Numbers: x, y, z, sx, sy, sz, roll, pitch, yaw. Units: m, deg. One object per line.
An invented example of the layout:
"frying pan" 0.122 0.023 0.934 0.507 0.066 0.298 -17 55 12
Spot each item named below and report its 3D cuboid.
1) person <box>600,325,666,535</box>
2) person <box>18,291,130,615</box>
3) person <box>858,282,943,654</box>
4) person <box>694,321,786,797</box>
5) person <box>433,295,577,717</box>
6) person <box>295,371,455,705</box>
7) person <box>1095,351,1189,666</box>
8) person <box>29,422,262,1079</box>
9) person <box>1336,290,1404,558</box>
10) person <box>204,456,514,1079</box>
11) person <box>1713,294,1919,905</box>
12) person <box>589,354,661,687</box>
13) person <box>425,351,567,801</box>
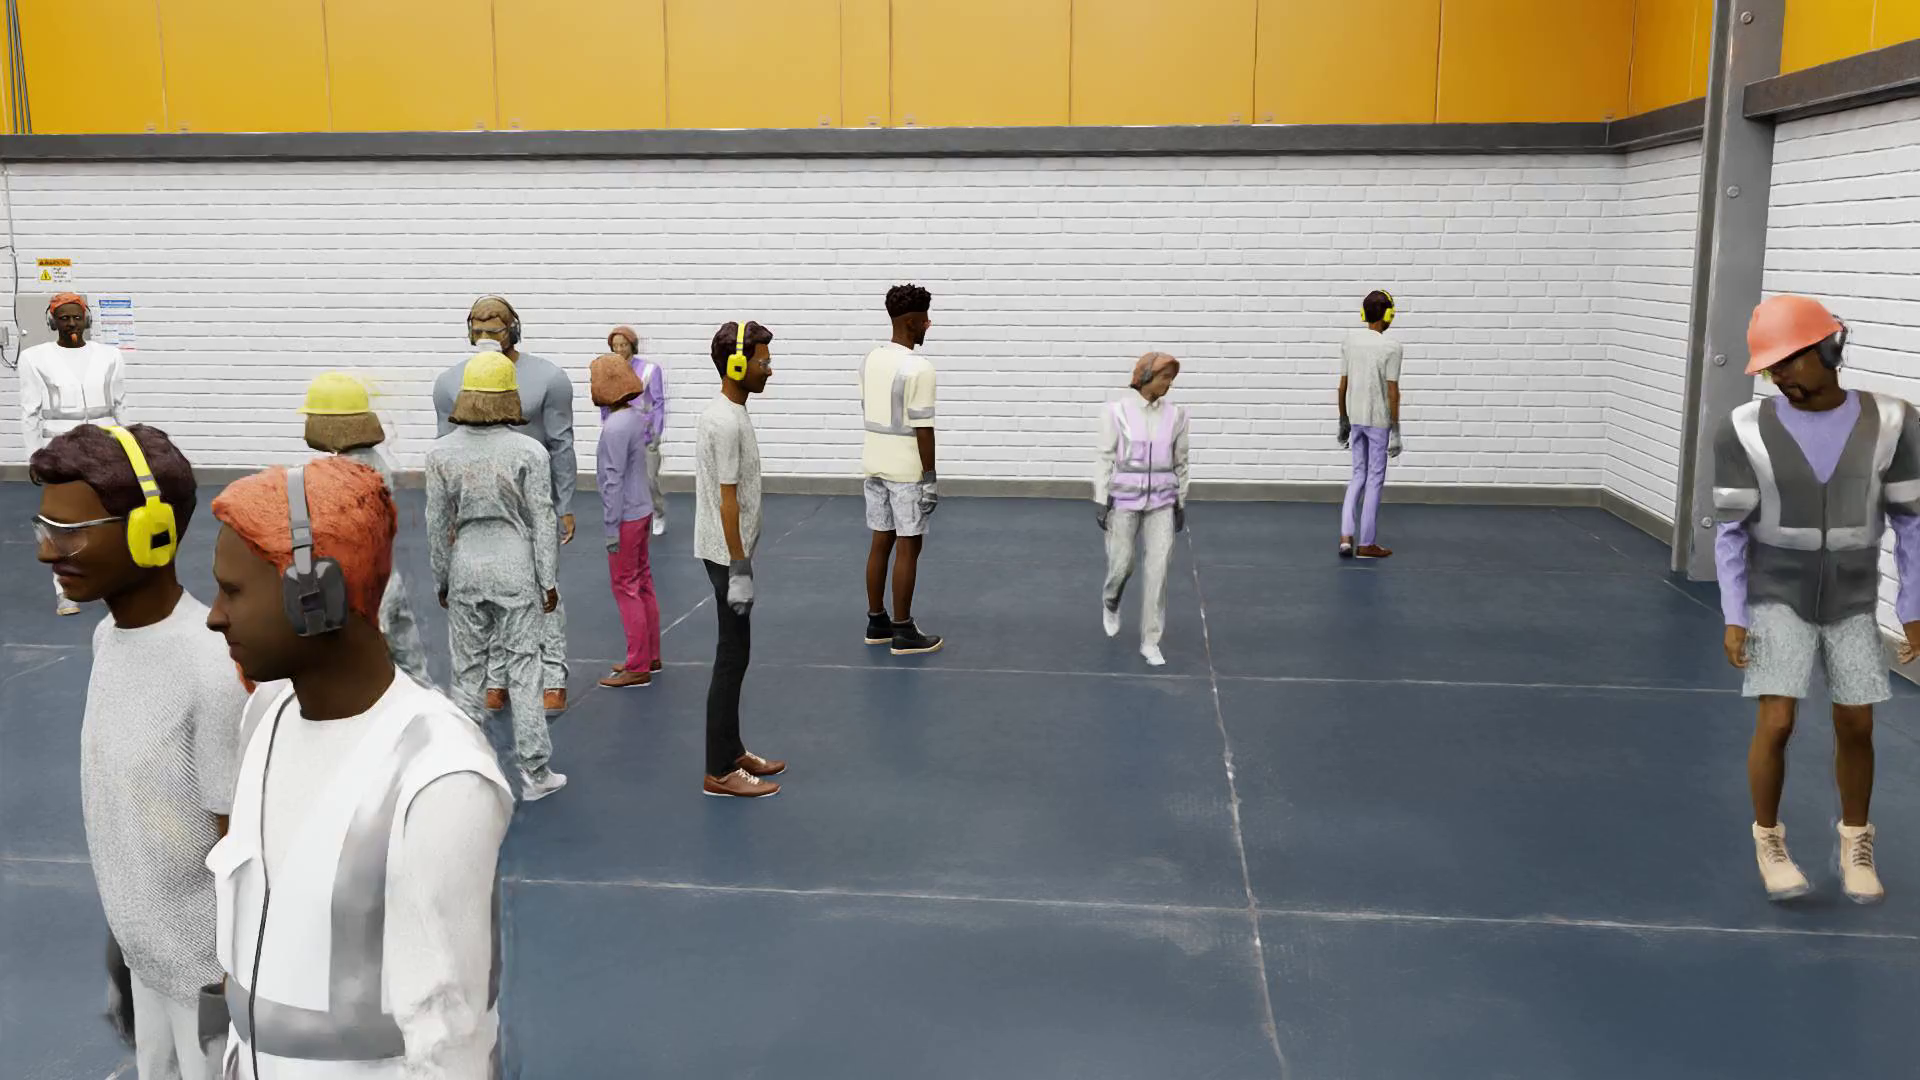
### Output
"person" -2.361 -0.767 12.079 0.507 1.595 0.869 0 10 -1
"person" -5.173 -0.511 9.785 0.587 1.882 0.341 -10 14 -43
"person" -0.311 -0.375 8.813 0.375 1.958 0.599 -8 12 -37
"person" -0.862 0.080 6.496 0.345 1.857 0.513 -1 10 -8
"person" -2.062 -0.145 7.579 0.635 1.928 0.382 -1 10 -3
"person" -2.133 0.229 6.079 0.895 1.702 0.485 0 10 0
"person" 0.948 -0.182 8.692 0.530 1.603 0.608 -2 10 -11
"person" -1.290 0.730 2.764 0.511 1.861 0.322 9 13 42
"person" 2.800 -0.778 11.412 0.460 1.853 0.526 -8 12 -37
"person" -0.812 0.822 2.199 0.616 1.872 0.432 8 12 37
"person" 2.758 0.203 5.390 0.651 1.988 0.544 3 10 17
"person" -1.645 -0.091 8.136 0.282 1.628 0.507 0 10 2
"person" -1.793 0.144 6.438 0.492 1.742 0.320 0 10 3
